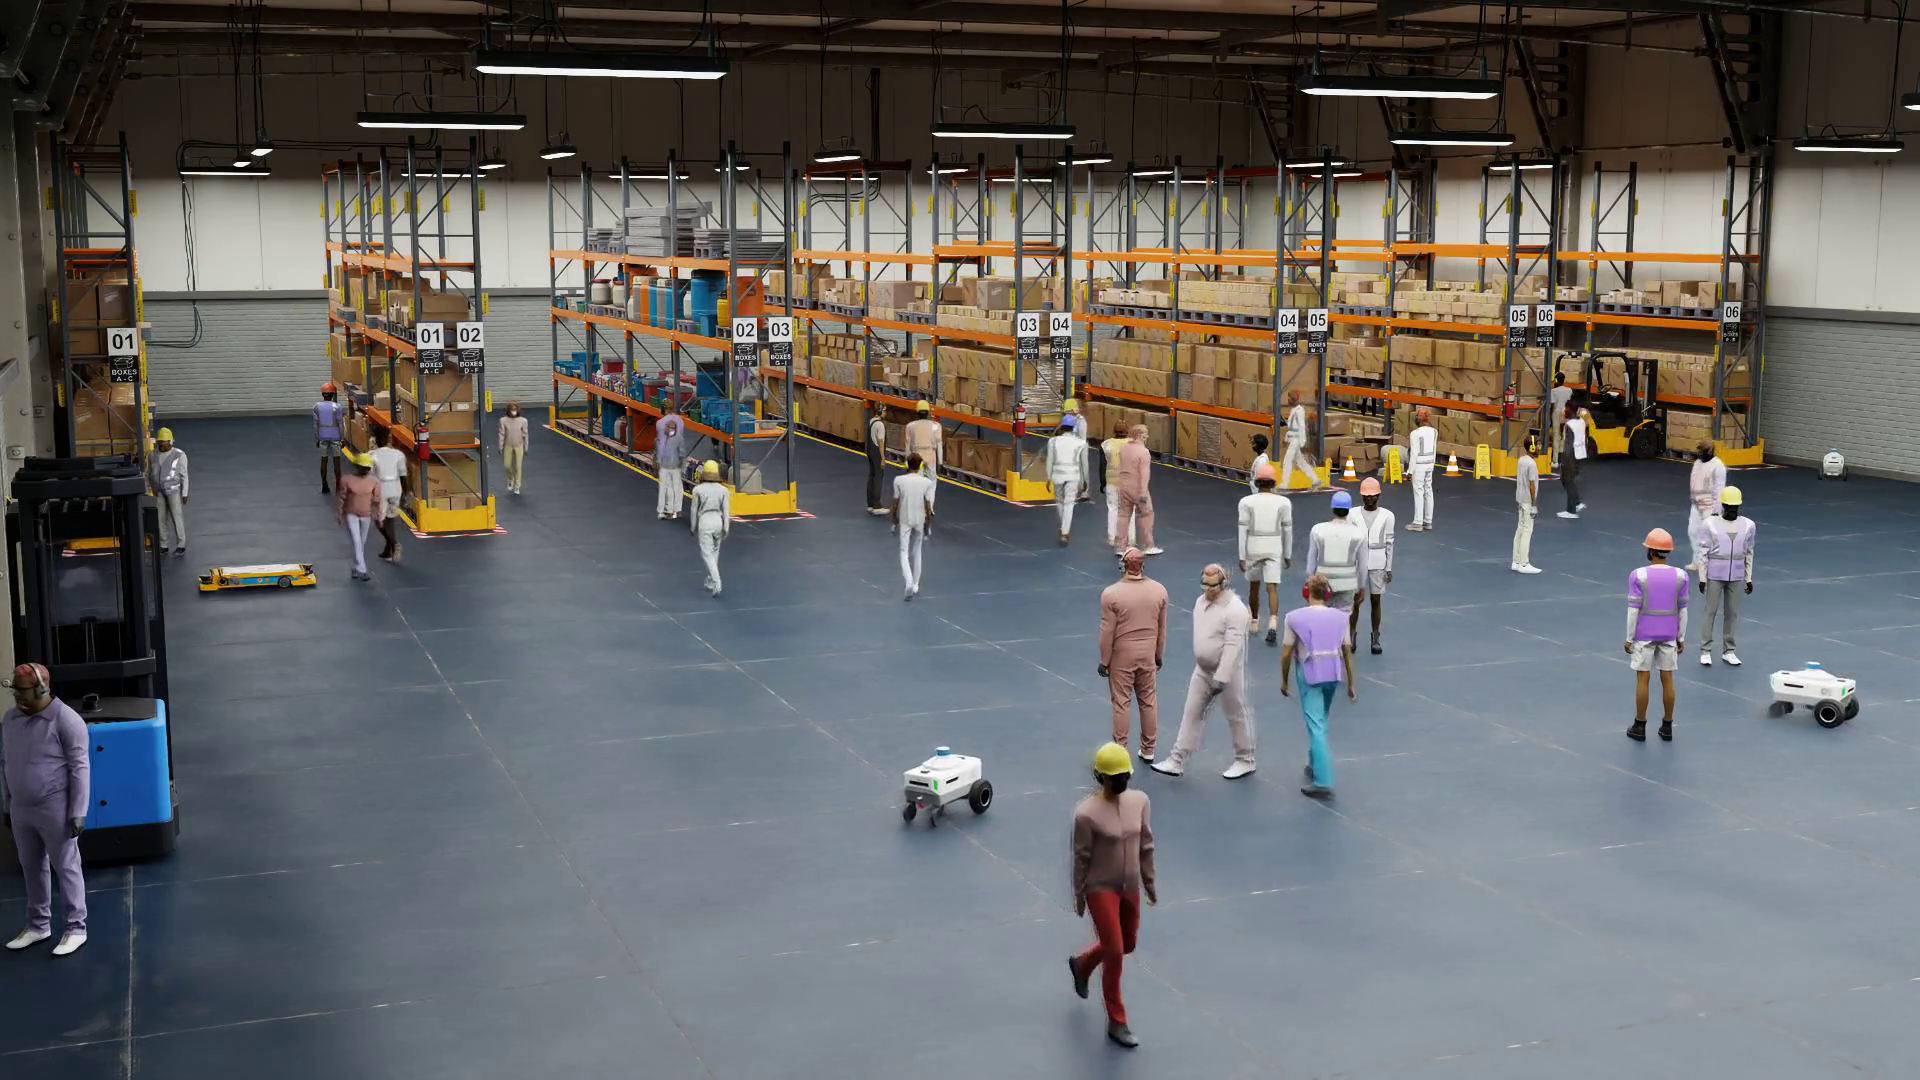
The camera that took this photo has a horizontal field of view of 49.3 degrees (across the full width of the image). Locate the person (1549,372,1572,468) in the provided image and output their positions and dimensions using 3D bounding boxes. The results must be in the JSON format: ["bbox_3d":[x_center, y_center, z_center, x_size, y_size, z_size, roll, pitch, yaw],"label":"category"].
[{"bbox_3d":[11.629,-2.334,40.661,0.521,1.865,0.327,-3,9,-18],"label":"person"}]

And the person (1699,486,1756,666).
[{"bbox_3d":[8.186,0.378,22.359,0.589,1.927,0.387,0,9,0],"label":"person"}]

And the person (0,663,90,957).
[{"bbox_3d":[-5.915,1.723,13.472,0.651,1.904,0.401,3,9,20],"label":"person"}]

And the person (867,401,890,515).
[{"bbox_3d":[-1.345,-1.342,34.137,0.332,1.839,0.507,-4,9,-25],"label":"person"}]

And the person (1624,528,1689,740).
[{"bbox_3d":[6.347,0.856,19.132,0.552,1.938,0.356,0,9,0],"label":"person"}]

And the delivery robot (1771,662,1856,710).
[{"bbox_3d":[8.104,1.405,19.904,0.707,0.478,0.477,7,11,40],"label":"delivery robot"}]

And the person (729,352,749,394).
[{"bbox_3d":[-5.379,-3.870,50.392,0.655,2.013,0.516,0,9,1],"label":"person"}]

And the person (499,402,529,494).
[{"bbox_3d":[-7.809,-1.615,36.637,0.528,1.620,0.344,-1,9,-10],"label":"person"}]

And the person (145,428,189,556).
[{"bbox_3d":[-11.289,-0.691,29.837,0.611,1.828,0.404,1,9,8],"label":"person"}]

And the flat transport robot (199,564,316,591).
[{"bbox_3d":[-9.181,0.476,27.349,1.431,0.197,0.652,-3,9,-21],"label":"flat transport robot"}]

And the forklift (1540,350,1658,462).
[{"bbox_3d":[12.897,-2.725,42.309,2.313,2.155,1.214,-3,9,-21],"label":"forklift"}]

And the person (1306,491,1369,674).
[{"bbox_3d":[3.936,0.453,21.838,0.647,1.933,0.437,2,9,14],"label":"person"}]

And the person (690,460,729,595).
[{"bbox_3d":[-3.167,-0.171,26.760,0.484,1.706,0.828,-4,10,-26],"label":"person"}]

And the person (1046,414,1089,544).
[{"bbox_3d":[1.589,-0.912,31.102,0.622,1.894,1.010,2,9,13],"label":"person"}]

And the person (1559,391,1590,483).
[{"bbox_3d":[11.219,-1.882,38.234,0.544,1.680,0.409,4,9,25],"label":"person"}]

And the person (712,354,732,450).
[{"bbox_3d":[-5.048,-2.880,43.850,0.686,2.000,0.537,-1,9,-5],"label":"person"}]

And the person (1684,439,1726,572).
[{"bbox_3d":[10.081,-0.445,28.283,0.480,1.817,0.650,-2,9,-13],"label":"person"}]

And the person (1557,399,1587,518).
[{"bbox_3d":[9.830,-1.311,33.679,0.454,1.907,0.616,6,10,34],"label":"person"}]

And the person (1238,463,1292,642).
[{"bbox_3d":[3.465,0.139,23.736,0.620,2.010,0.983,0,9,2],"label":"person"}]

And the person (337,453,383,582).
[{"bbox_3d":[-7.907,-0.303,27.644,0.534,1.690,0.916,-6,10,-33],"label":"person"}]

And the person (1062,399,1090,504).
[{"bbox_3d":[1.910,-1.497,35.357,0.636,1.774,0.647,-5,10,-29],"label":"person"}]

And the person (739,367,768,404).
[{"bbox_3d":[-5.475,-4.401,54.696,0.917,1.794,0.589,0,9,-2],"label":"person"}]

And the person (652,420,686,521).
[{"bbox_3d":[-4.620,-1.103,33.317,0.514,1.592,0.730,-2,9,-13],"label":"person"}]

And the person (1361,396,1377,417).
[{"bbox_3d":[9.634,-3.644,49.144,0.551,1.936,0.356,0,9,3],"label":"person"}]

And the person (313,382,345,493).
[{"bbox_3d":[-11.092,-1.801,36.861,0.543,1.938,0.357,0,9,3],"label":"person"}]

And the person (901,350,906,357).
[{"bbox_3d":[-1.273,-3.485,48.545,0.465,1.803,0.679,-6,10,-33],"label":"person"}]

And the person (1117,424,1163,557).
[{"bbox_3d":[2.567,-0.705,29.754,0.790,1.874,0.676,-6,10,-35],"label":"person"}]

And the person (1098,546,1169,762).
[{"bbox_3d":[1.487,1.005,18.239,0.641,1.913,0.407,-4,9,-23],"label":"person"}]

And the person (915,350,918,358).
[{"bbox_3d":[-1.036,-3.205,46.021,0.609,1.996,0.383,3,9,19],"label":"person"}]

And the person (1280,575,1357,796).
[{"bbox_3d":[3.019,1.196,17.486,0.592,1.774,0.893,-3,9,-19],"label":"person"}]

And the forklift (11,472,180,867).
[{"bbox_3d":[-6.630,0.886,15.957,1.129,2.768,1.873,-3,9,-21],"label":"forklift"}]

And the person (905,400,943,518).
[{"bbox_3d":[-0.574,-1.289,33.514,0.623,1.910,0.463,0,9,3],"label":"person"}]

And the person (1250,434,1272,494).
[{"bbox_3d":[4.341,-0.686,30.216,0.322,1.696,0.536,1,9,8],"label":"person"}]

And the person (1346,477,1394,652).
[{"bbox_3d":[4.489,0.271,23.035,0.542,1.939,0.366,2,9,12],"label":"person"}]

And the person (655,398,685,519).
[{"bbox_3d":[-4.670,-1.310,33.580,0.372,1.940,0.627,5,10,29],"label":"person"}]

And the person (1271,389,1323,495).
[{"bbox_3d":[5.948,-1.732,36.694,0.893,1.857,0.579,1,9,5],"label":"person"}]

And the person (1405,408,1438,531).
[{"bbox_3d":[7.114,-1.088,32.289,0.572,1.883,0.353,-7,11,-38],"label":"person"}]

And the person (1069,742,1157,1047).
[{"bbox_3d":[0.847,1.996,12.200,0.521,1.738,0.714,-6,10,-34],"label":"person"}]

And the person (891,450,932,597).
[{"bbox_3d":[-0.609,-0.208,26.525,0.522,1.849,0.782,-1,9,-9],"label":"person"}]

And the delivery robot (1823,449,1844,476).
[{"bbox_3d":[16.228,-1.445,38.906,0.477,0.478,0.707,3,9,22],"label":"delivery robot"}]

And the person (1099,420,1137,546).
[{"bbox_3d":[2.356,-0.835,30.736,0.624,1.845,0.430,1,9,6],"label":"person"}]

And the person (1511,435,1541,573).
[{"bbox_3d":[7.701,-0.498,28.399,0.315,1.869,0.526,-1,9,-7],"label":"person"}]

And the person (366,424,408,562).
[{"bbox_3d":[-7.945,-0.638,29.085,0.609,1.940,0.785,-7,11,-41],"label":"person"}]

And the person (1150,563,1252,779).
[{"bbox_3d":[2.104,1.124,17.637,0.941,1.854,0.637,-6,10,-34],"label":"person"}]

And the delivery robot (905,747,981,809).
[{"bbox_3d":[-0.134,1.891,16.663,0.477,0.478,0.707,5,10,33],"label":"delivery robot"}]
